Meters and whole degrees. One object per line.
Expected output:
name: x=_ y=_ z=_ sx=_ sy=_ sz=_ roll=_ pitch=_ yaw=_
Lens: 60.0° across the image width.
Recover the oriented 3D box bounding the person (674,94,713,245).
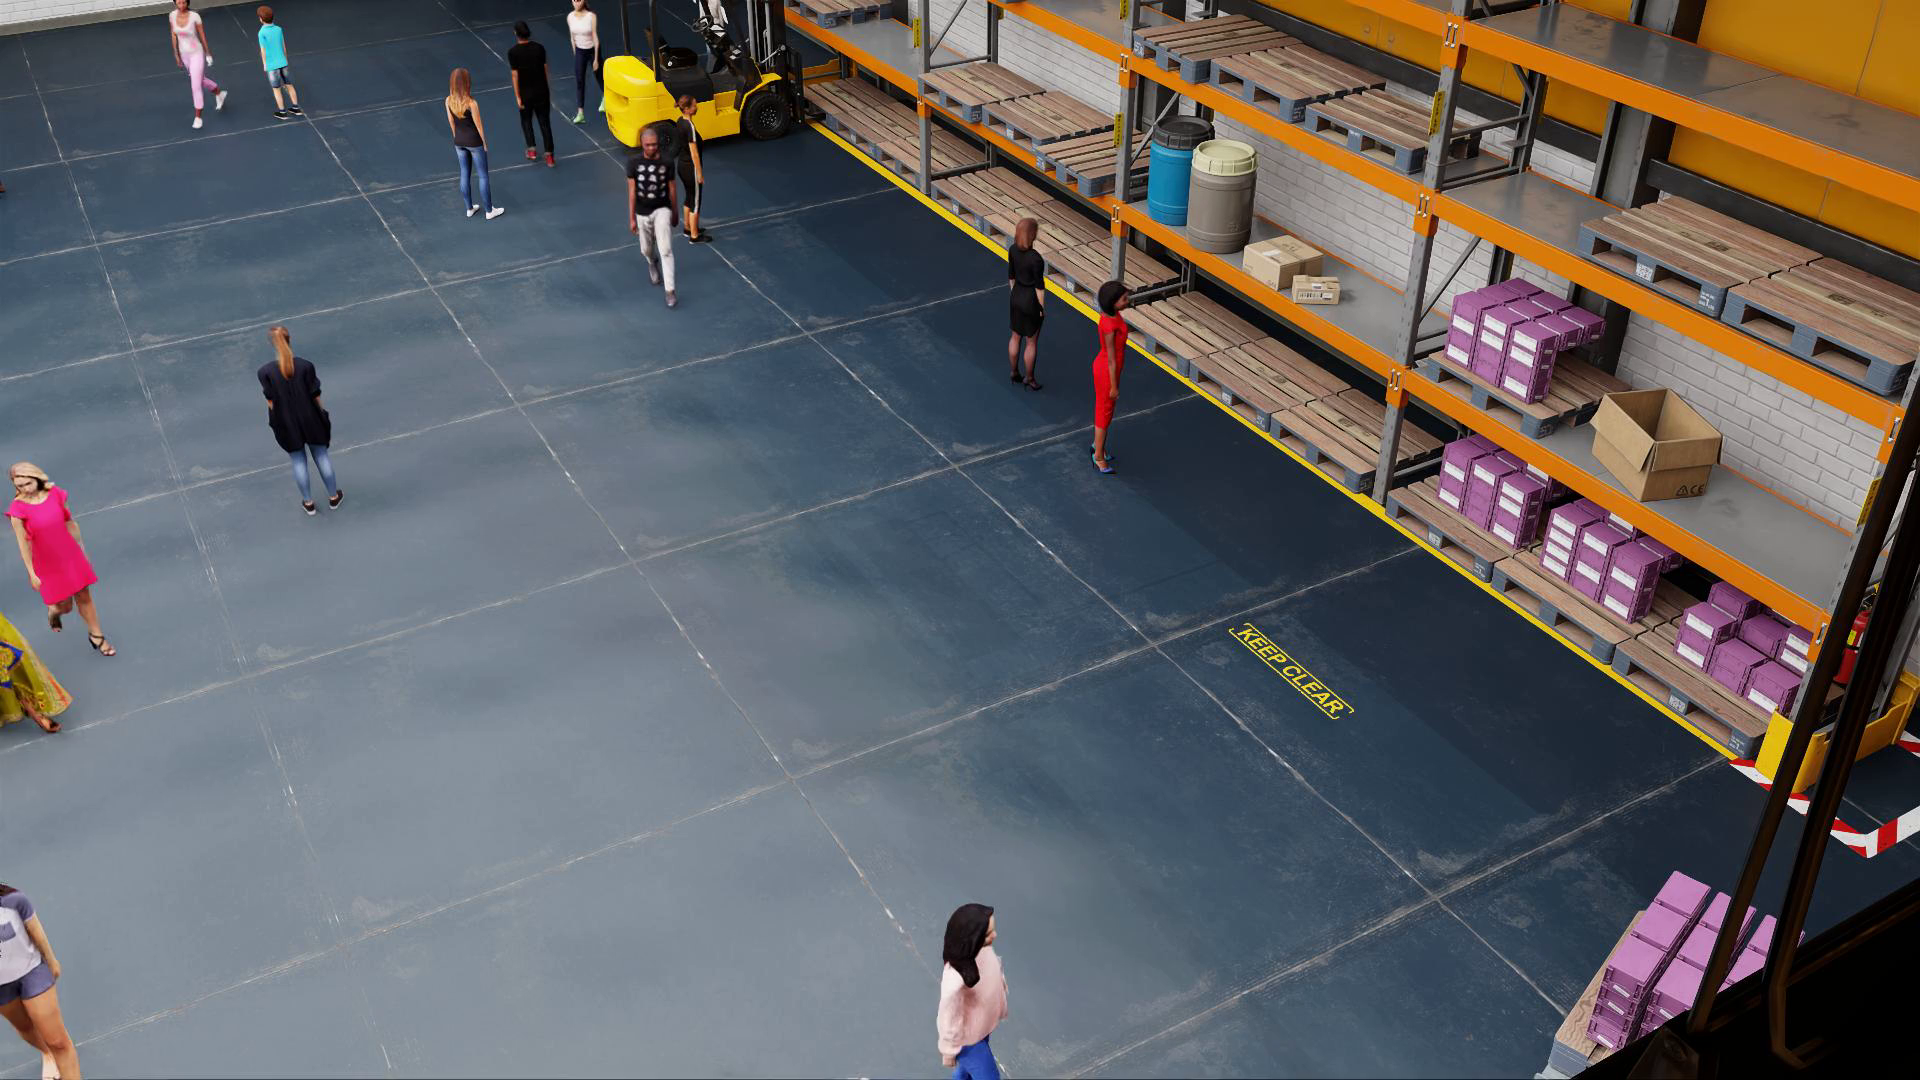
person: x=-2.983 y=-4.100 z=18.350 sx=0.663 sy=1.665 sz=0.464 roll=-15 pitch=36 yaw=-21

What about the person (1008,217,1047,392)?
person: x=0.613 y=-2.188 z=15.436 sx=0.686 sy=1.707 sz=0.502 roll=-27 pitch=42 yaw=-34

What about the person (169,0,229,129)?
person: x=-9.901 y=-6.275 z=21.590 sx=1.047 sy=1.702 sz=1.212 roll=7 pitch=34 yaw=11

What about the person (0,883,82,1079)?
person: x=-4.988 y=2.261 z=8.744 sx=0.605 sy=1.704 sz=0.981 roll=-18 pitch=37 yaw=-25

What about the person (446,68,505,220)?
person: x=-5.576 y=-4.505 z=18.908 sx=0.656 sy=1.723 sz=0.730 roll=11 pitch=35 yaw=16

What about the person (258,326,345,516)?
person: x=-5.415 y=-0.981 z=13.635 sx=0.666 sy=1.691 sz=0.614 roll=-11 pitch=35 yaw=-16

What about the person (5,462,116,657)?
person: x=-6.544 y=0.130 z=11.948 sx=0.911 sy=1.708 sz=0.786 roll=19 pitch=38 yaw=26

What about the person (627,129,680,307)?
person: x=-3.169 y=-3.382 z=17.173 sx=0.946 sy=1.773 sz=1.217 roll=-5 pitch=34 yaw=-8

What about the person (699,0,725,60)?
person: x=-3.466 y=-7.153 z=23.259 sx=0.553 sy=1.316 sz=0.596 roll=-2 pitch=34 yaw=-2

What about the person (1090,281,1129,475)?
person: x=1.262 y=-1.398 z=14.213 sx=0.702 sy=1.746 sz=0.609 roll=3 pitch=34 yaw=4

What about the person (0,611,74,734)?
person: x=-6.759 y=0.615 z=11.285 sx=1.148 sy=1.633 sz=1.041 roll=19 pitch=38 yaw=26

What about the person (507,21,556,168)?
person: x=-5.166 y=-5.392 z=20.227 sx=0.648 sy=1.740 sz=0.797 roll=-13 pitch=36 yaw=-19

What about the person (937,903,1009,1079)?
person: x=-0.036 y=2.451 z=8.413 sx=0.812 sy=1.756 sz=0.760 roll=10 pitch=35 yaw=14

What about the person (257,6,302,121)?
person: x=-8.966 y=-6.271 z=21.813 sx=0.613 sy=1.448 sz=0.589 roll=19 pitch=38 yaw=26

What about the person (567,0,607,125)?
person: x=-4.802 y=-6.329 z=21.717 sx=1.117 sy=1.650 sz=1.205 roll=8 pitch=34 yaw=11
